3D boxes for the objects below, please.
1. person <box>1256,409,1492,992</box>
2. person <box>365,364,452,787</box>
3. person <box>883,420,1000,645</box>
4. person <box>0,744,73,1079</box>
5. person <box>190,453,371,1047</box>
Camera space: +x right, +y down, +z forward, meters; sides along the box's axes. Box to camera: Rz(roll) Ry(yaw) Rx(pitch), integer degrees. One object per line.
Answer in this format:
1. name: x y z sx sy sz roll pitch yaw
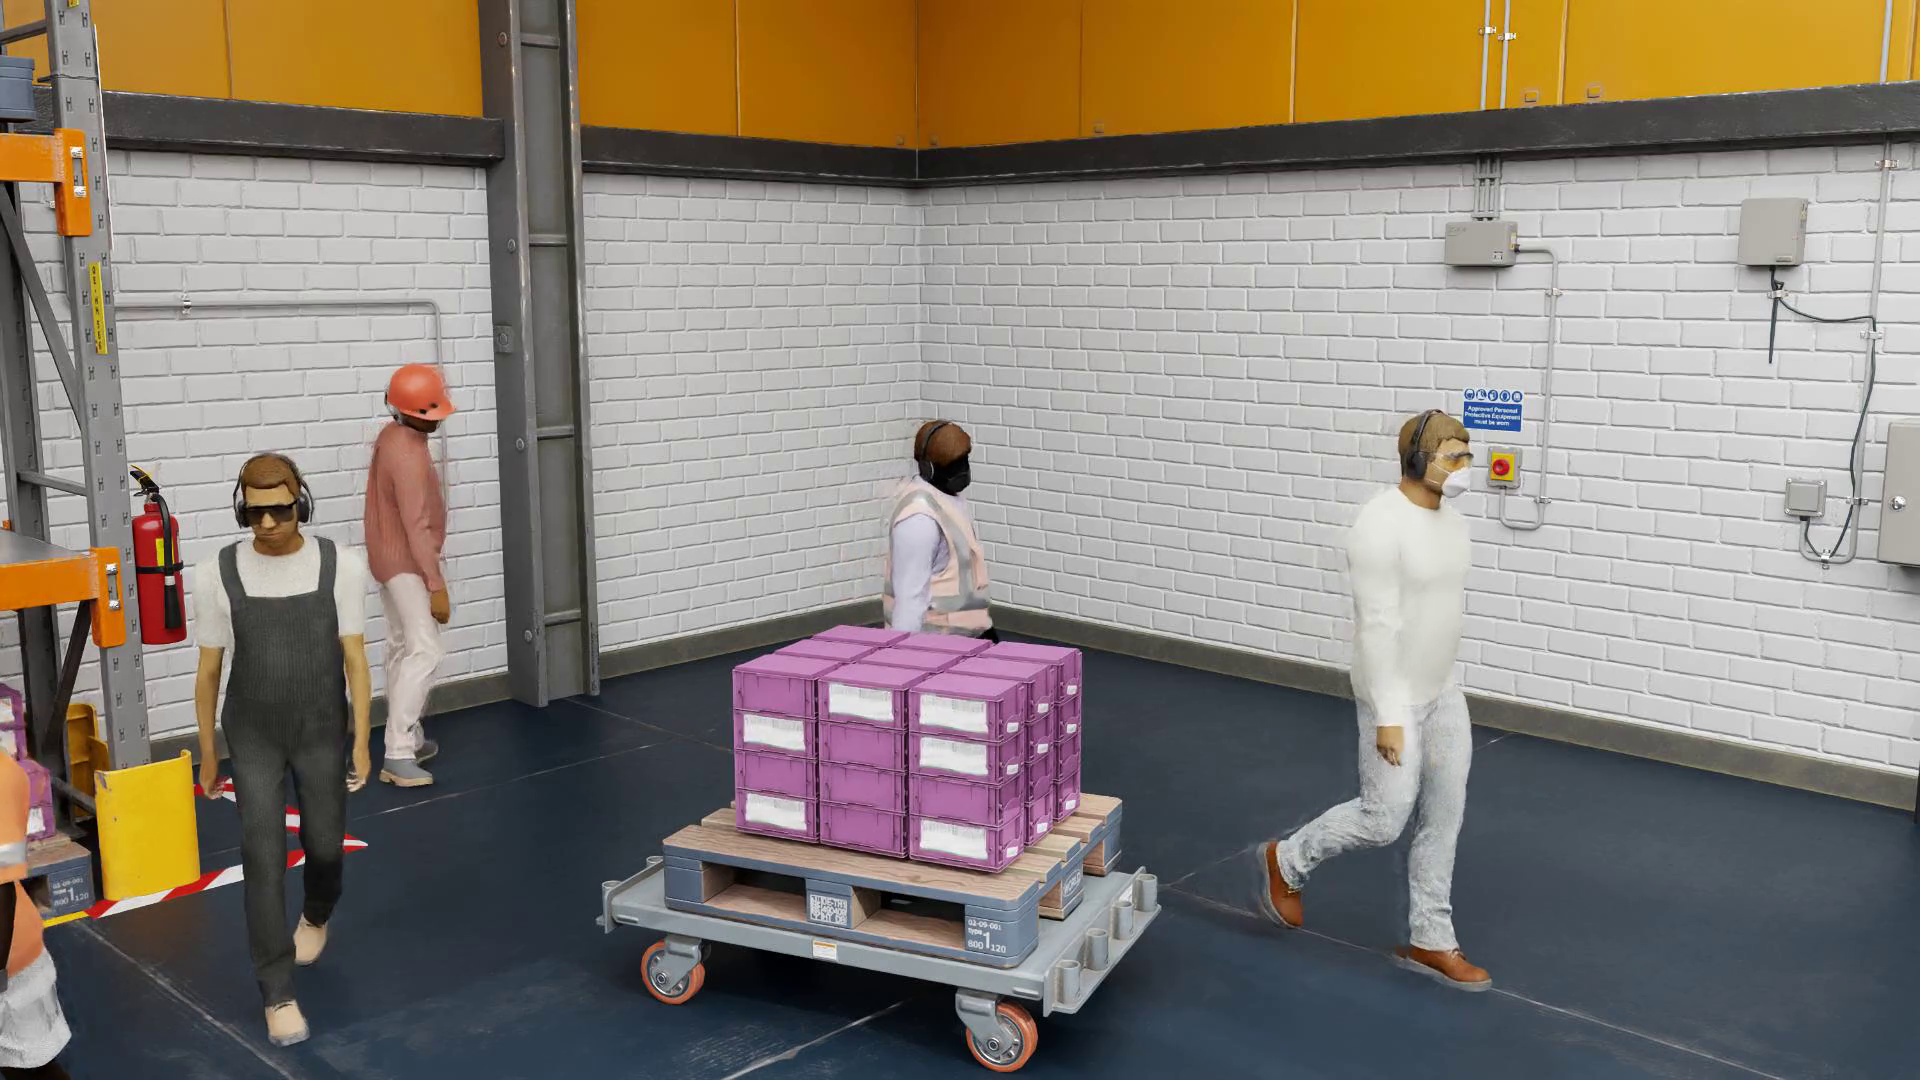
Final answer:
1. person: 1.423 0.511 5.563 0.624 1.922 0.757 -9 13 -43
2. person: -2.552 0.151 7.721 0.378 1.942 0.703 -5 11 -28
3. person: -0.149 0.402 6.649 0.932 1.789 0.640 0 9 2
4. person: -2.291 0.945 3.689 0.545 1.641 0.886 3 10 16
5. person: -2.145 0.605 5.282 0.519 1.823 0.716 -4 10 -25
